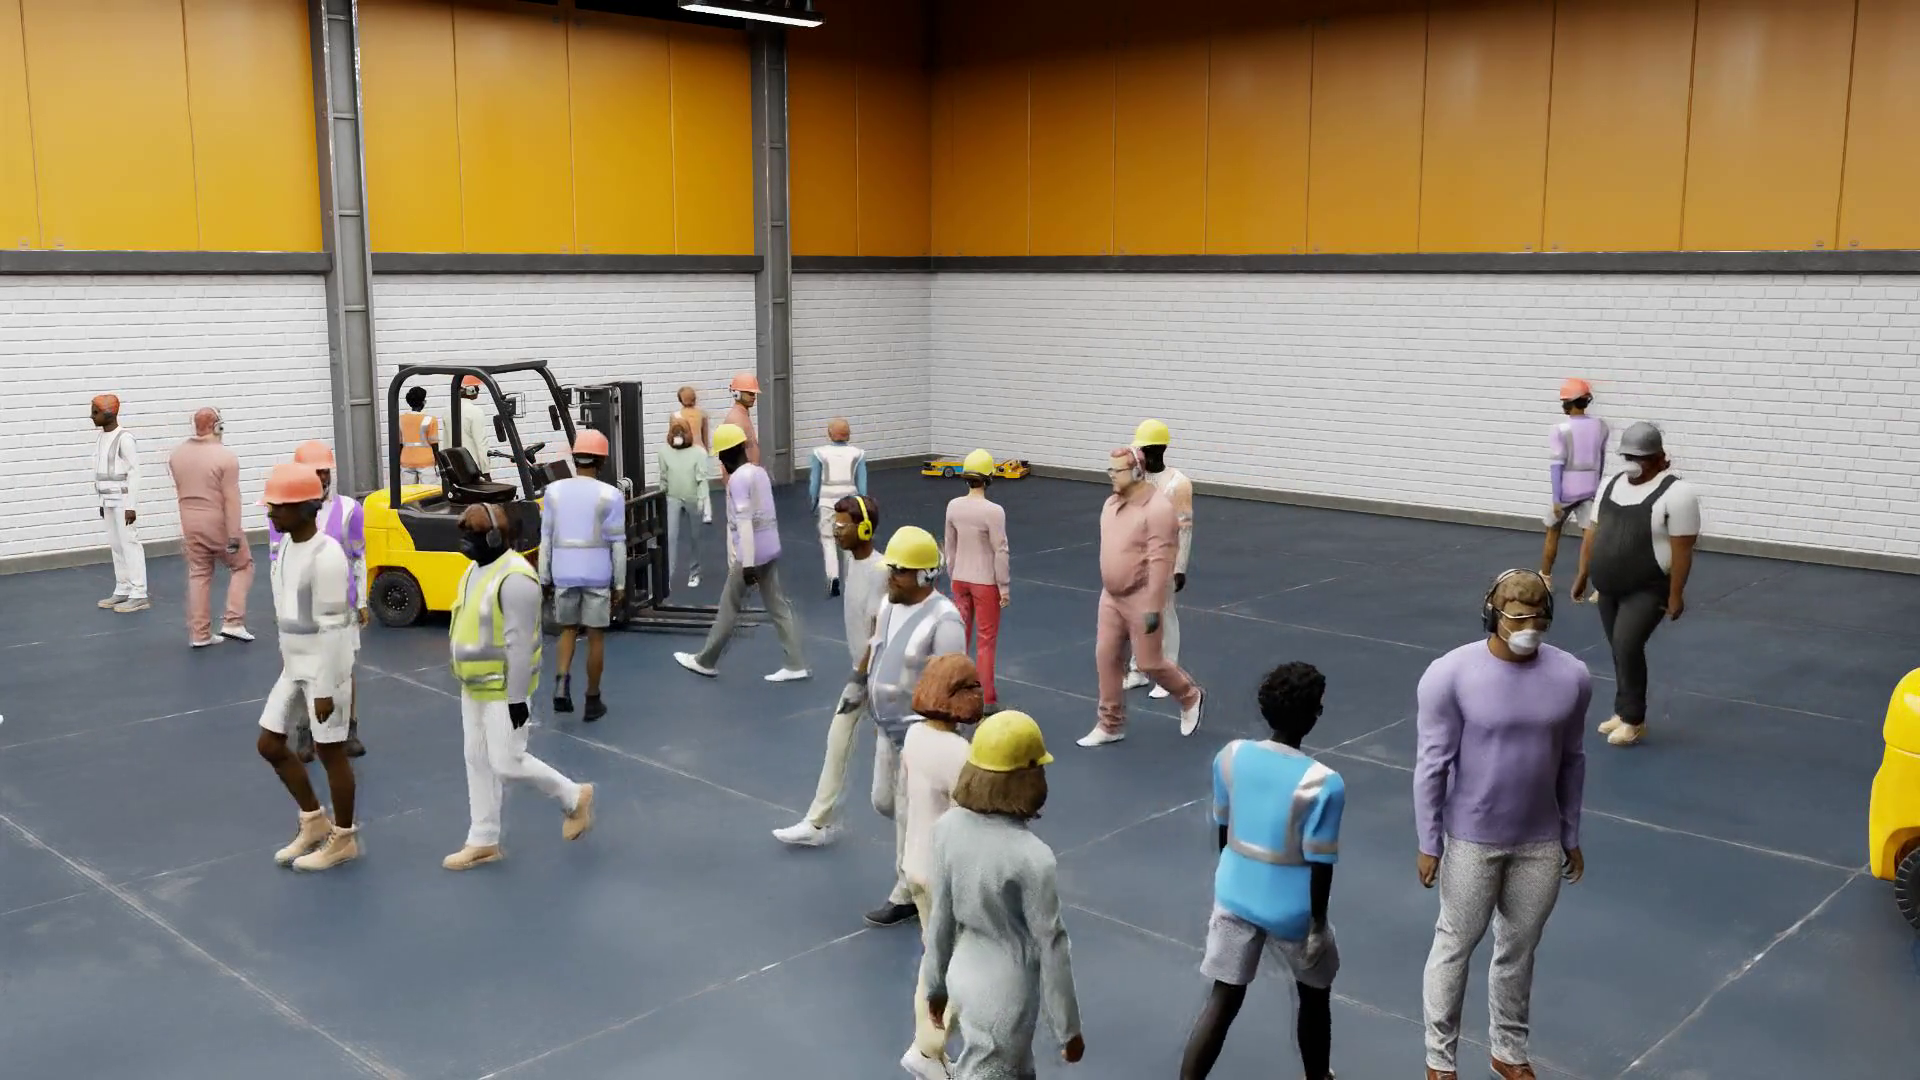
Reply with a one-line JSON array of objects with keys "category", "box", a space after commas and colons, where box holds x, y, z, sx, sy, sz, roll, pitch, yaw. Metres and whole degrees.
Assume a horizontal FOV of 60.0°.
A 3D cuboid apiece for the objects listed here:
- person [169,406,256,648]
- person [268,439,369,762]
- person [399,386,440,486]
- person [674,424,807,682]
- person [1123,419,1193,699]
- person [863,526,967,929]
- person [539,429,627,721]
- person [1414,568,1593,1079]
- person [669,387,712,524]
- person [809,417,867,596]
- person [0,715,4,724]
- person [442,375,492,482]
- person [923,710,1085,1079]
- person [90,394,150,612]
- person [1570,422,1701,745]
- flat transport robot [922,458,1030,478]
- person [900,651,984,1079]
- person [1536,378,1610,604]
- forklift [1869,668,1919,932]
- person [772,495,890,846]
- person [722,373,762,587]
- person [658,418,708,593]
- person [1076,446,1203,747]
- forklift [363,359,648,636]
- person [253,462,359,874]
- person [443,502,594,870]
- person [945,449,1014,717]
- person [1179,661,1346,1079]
[{"category": "person", "box": [-5.822, -0.102, 13.015, 0.651, 1.889, 0.544, 2, 10, 15]}, {"category": "person", "box": [-3.837, 0.362, 9.994, 0.550, 1.942, 0.346, -4, 10, -25]}, {"category": "person", "box": [-5.851, -0.814, 17.987, 0.529, 1.690, 0.321, 3, 10, 17]}, {"category": "person", "box": [-1.553, 0.106, 11.863, 1.007, 1.838, 0.664, 2, 10, 15]}, {"category": "person", "box": [1.330, 0.127, 11.477, 0.379, 1.928, 0.585, -8, 12, -41]}, {"category": "person", "box": [-0.172, 0.825, 7.521, 0.588, 1.819, 0.607, -6, 11, -31]}, {"category": "person", "box": [-2.463, 0.241, 10.857, 0.597, 1.904, 0.589, 1, 9, 5]}, {"category": "person", "box": [1.891, 1.044, 5.826, 0.635, 1.936, 0.354, -1, 9, -9]}, {"category": "person", "box": [-3.144, -0.986, 19.330, 0.530, 1.593, 0.841, -6, 11, -31]}, {"category": "person", "box": [-1.095, -0.302, 15.084, 0.534, 1.616, 0.703, -2, 9, -10]}, {"category": "person", "box": [-6.381, 0.479, 10.292, 0.523, 1.596, 0.703, 2, 10, 14]}, {"category": "person", "box": [-4.789, -0.686, 16.256, 0.609, 1.996, 0.379, 7, 11, 36]}, {"category": "person", "box": [0.111, 1.328, 4.833, 0.917, 1.695, 0.503, -6, 11, -35]}, {"category": "person", "box": [-7.267, -0.319, 14.352, 0.585, 1.879, 0.337, 8, 12, 40]}, {"category": "person", "box": [4.140, 0.253, 10.361, 0.659, 2.000, 0.697, -4, 10, -23]}, {"category": "flat transport robot", "box": [0.227, -1.039, 23.697, 1.431, 0.197, 0.652, 2, 10, 14]}, {"category": "person", "box": [-0.024, 1.188, 5.903, 0.344, 1.617, 0.518, -5, 10, -28]}, {"category": "person", "box": [5.497, -0.440, 14.784, 0.610, 1.999, 1.053, -2, 9, -11]}, {"category": "forklift", "box": [5.205, 0.723, 7.013, 2.313, 2.155, 1.214, 9, 13, 43]}, {"category": "person", "box": [-0.447, 0.671, 8.493, 0.993, 1.820, 0.502, -5, 11, -29]}, {"category": "person", "box": [-2.027, -0.565, 15.528, 0.391, 1.991, 0.612, 0, 9, -3]}, {"category": "person", "box": [-2.536, -0.307, 15.161, 0.498, 1.582, 0.868, 1, 9, 4]}, {"category": "person", "box": [1.124, 0.345, 10.296, 0.770, 1.880, 0.649, -7, 11, -35]}, {"category": "forklift", "box": [-3.850, -0.407, 13.936, 2.313, 2.155, 1.214, 2, 9, 11]}, {"category": "person", "box": [-3.193, 0.636, 8.036, 0.524, 2.029, 0.635, -9, 13, -43]}, {"category": "person", "box": [-2.225, 0.710, 8.222, 0.671, 1.827, 0.636, -8, 12, -39]}, {"category": "person", "box": [0.128, 0.283, 11.016, 0.532, 1.770, 0.306, 9, 13, 43]}, {"category": "person", "box": [0.996, 1.232, 5.571, 0.532, 1.659, 0.857, 8, 12, 42]}]
